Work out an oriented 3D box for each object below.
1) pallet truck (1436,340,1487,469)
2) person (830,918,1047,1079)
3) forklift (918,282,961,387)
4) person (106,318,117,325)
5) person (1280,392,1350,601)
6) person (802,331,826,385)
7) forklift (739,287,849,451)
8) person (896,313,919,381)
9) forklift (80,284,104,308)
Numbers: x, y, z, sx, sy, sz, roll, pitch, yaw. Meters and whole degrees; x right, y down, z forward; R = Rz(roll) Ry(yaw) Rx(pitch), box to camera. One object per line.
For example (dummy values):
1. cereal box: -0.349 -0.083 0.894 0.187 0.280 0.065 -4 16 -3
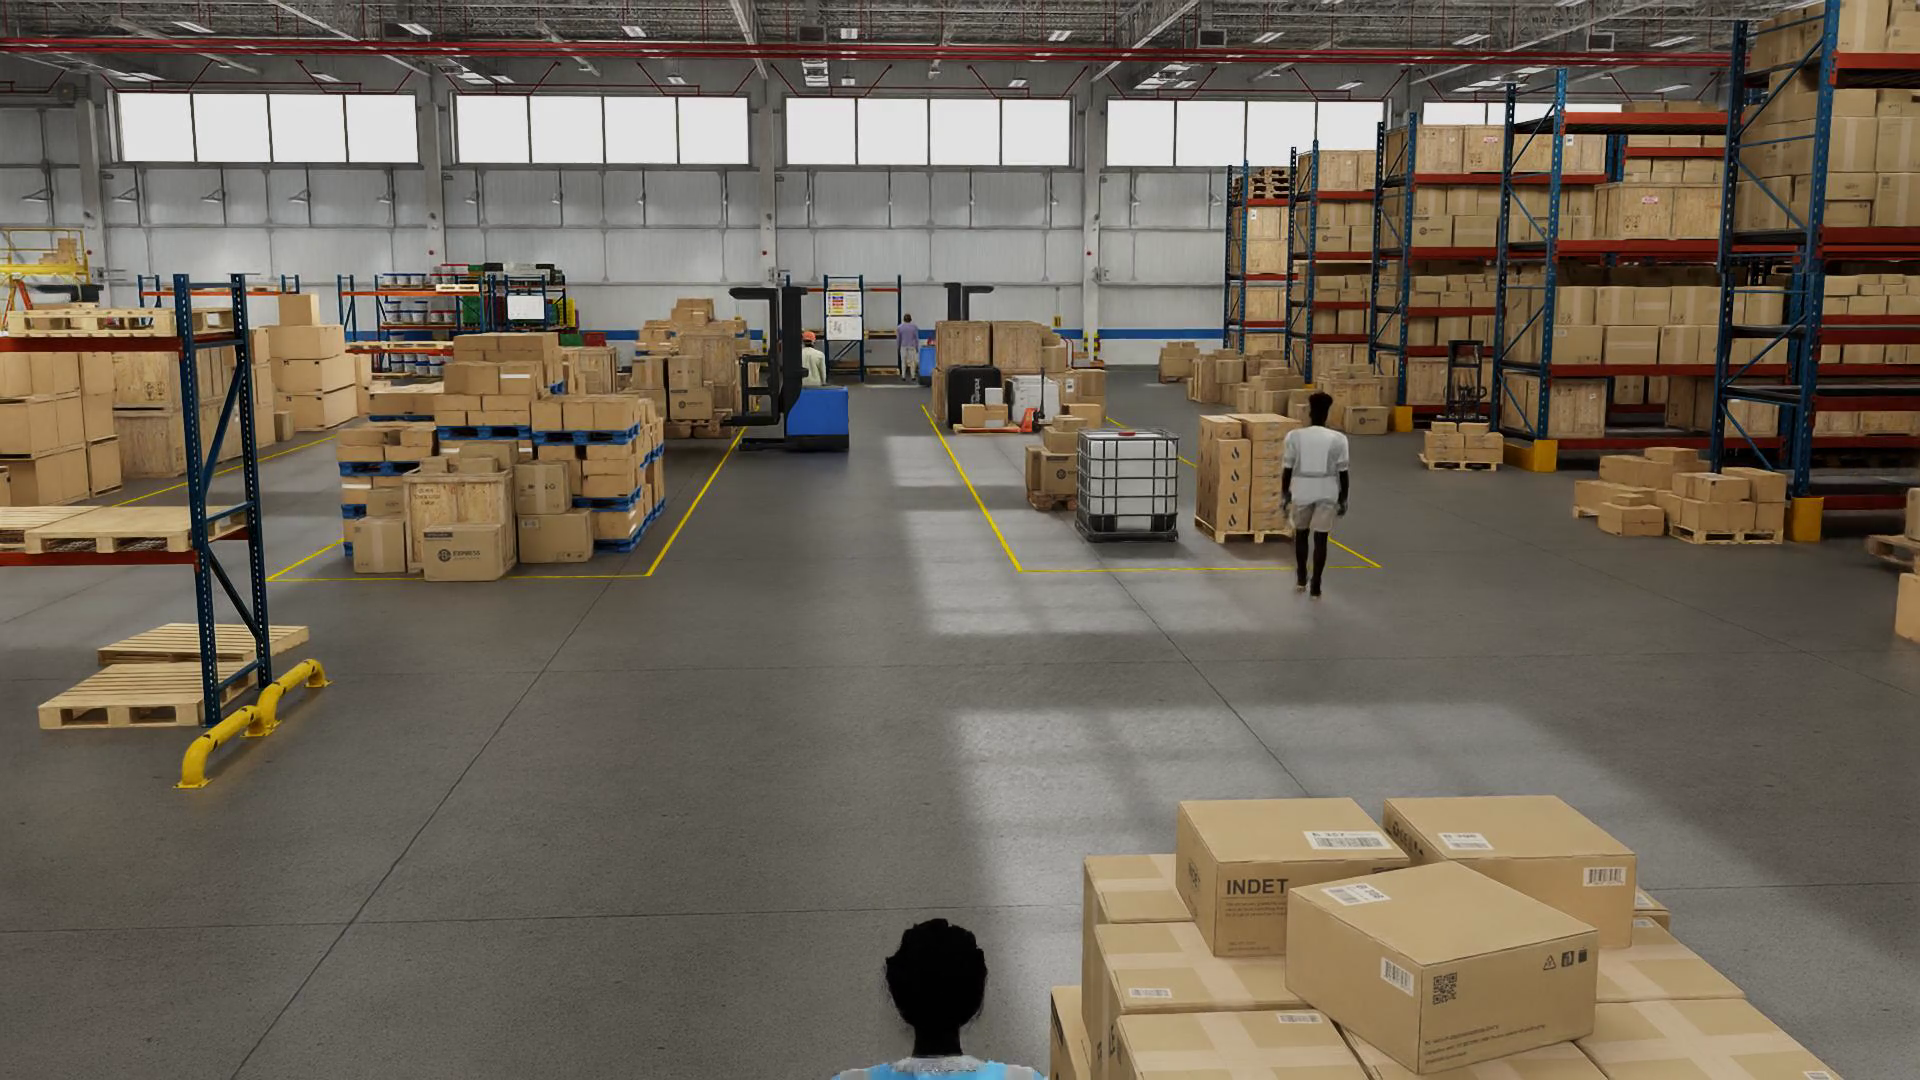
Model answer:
1. pallet truck: 8.004 -2.170 26.422 0.823 1.965 1.885 2 9 14
2. person: -0.058 1.632 3.614 0.543 1.651 0.881 -1 9 -5
3. forklift: -0.173 -5.567 44.987 1.873 2.768 1.129 -1 9 -4
4. person: -23.027 -5.140 45.347 0.911 1.902 0.579 -5 10 -26
5. person: 3.362 -0.430 15.709 0.621 1.924 0.909 3 9 16
6. person: -2.773 -2.838 30.634 0.614 1.988 0.395 0 9 -2
7. forklift: -2.857 -2.959 28.607 1.873 2.768 1.129 -1 9 -4
8. person: -1.494 -5.477 47.375 0.630 1.935 0.366 0 9 -2
9. forklift: -19.070 -4.244 36.681 1.873 2.768 1.129 -5 11 -30
